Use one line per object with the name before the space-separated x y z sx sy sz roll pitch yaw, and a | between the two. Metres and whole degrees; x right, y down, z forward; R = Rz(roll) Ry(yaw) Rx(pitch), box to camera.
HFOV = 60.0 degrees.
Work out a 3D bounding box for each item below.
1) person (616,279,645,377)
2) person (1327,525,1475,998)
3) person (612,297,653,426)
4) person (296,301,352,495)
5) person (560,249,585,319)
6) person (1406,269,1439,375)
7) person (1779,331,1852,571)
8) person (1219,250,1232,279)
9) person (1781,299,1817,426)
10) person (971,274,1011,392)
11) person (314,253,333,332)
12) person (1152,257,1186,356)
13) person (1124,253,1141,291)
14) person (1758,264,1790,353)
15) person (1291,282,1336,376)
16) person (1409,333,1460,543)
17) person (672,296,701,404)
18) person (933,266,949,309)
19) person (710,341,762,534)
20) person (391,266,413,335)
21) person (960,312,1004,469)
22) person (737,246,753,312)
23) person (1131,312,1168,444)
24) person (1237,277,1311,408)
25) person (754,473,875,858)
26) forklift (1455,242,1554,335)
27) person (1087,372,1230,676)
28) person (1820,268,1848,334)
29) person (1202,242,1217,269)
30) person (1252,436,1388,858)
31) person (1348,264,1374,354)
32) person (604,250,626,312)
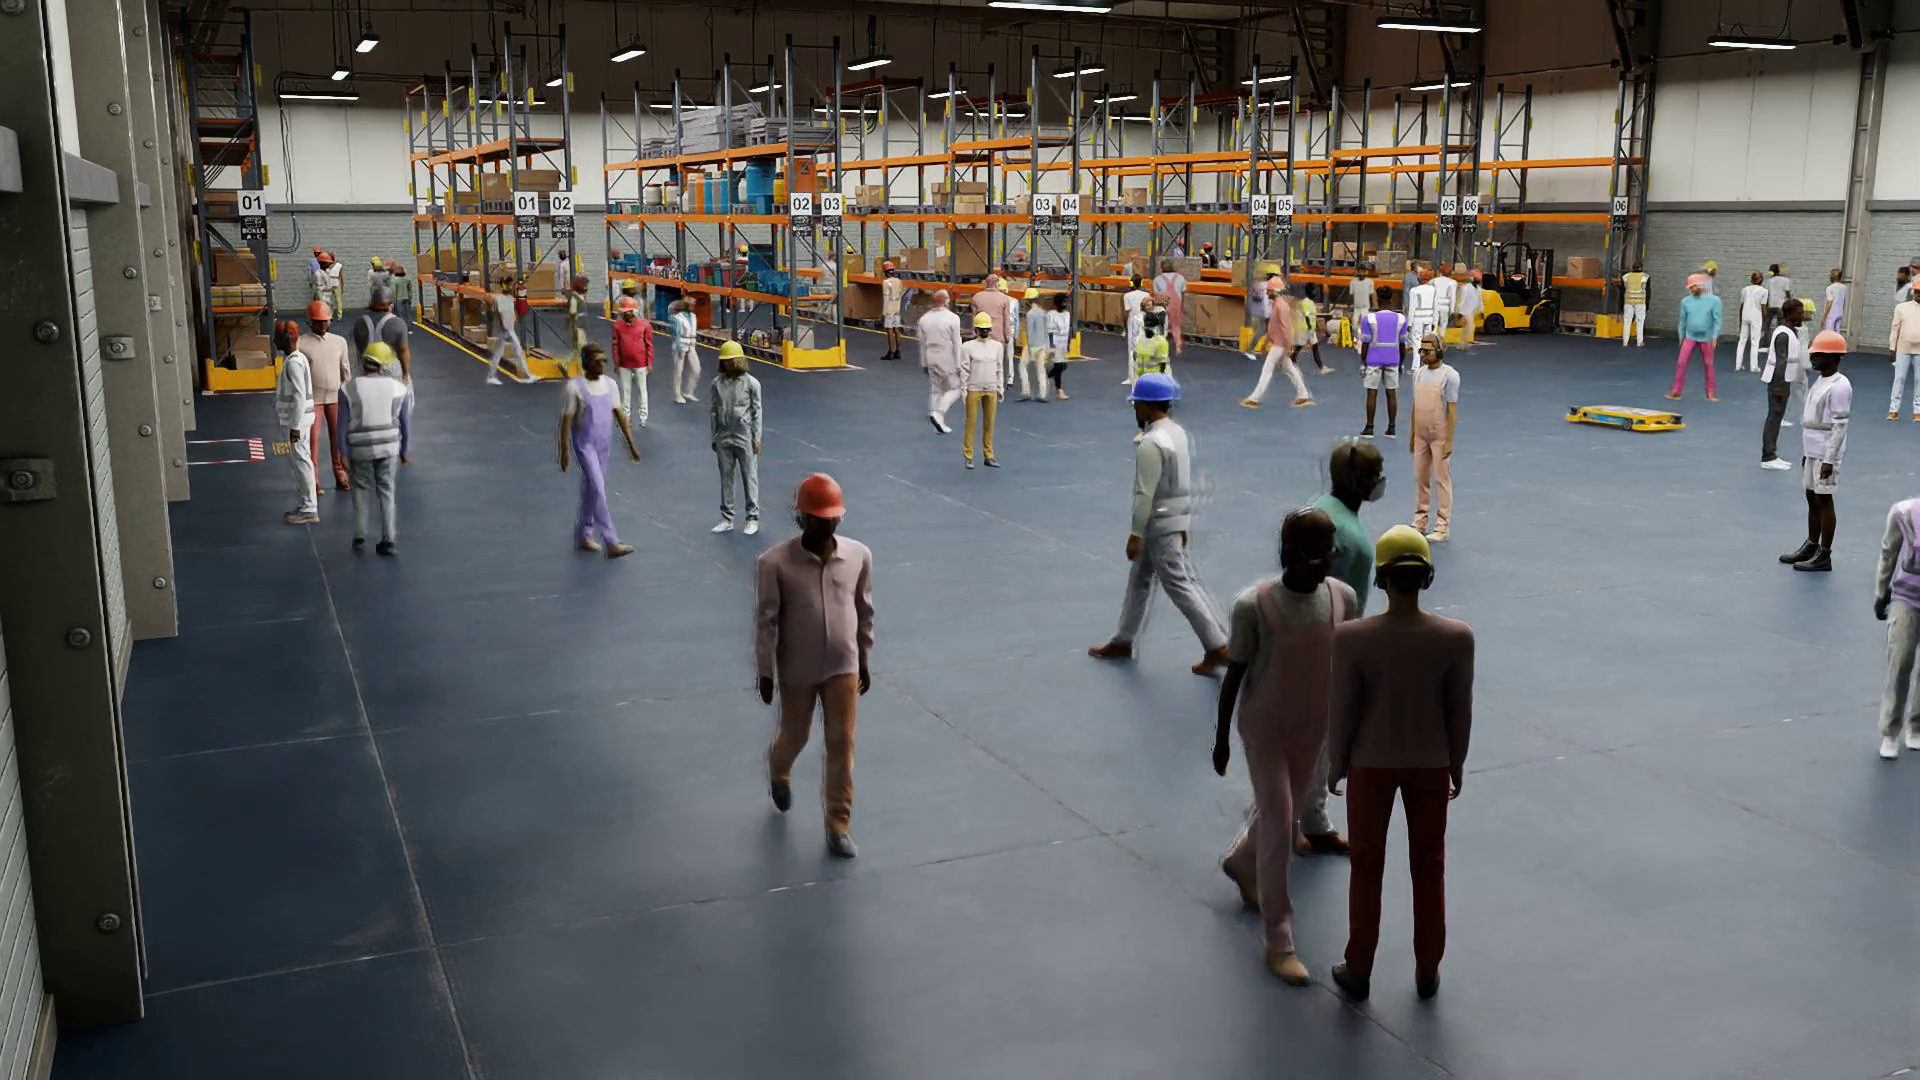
person | -5.844 -3.715 29.269 0.498 1.710 0.822 6 12 27
person | 1.598 0.817 6.093 0.522 1.763 0.319 0 11 1
person | -4.433 -2.408 22.509 0.565 1.748 0.339 1 11 7
person | -6.542 -1.461 17.103 0.618 1.986 0.408 -10 15 -43
person | -9.886 -6.458 42.473 0.619 1.990 0.395 -3 12 -17
person | 8.226 -3.875 29.628 0.574 1.882 0.356 -4 12 -19
person | 6.927 -0.712 13.409 0.360 1.939 0.543 2 11 8
person | 8.030 -7.837 50.085 0.524 1.760 0.327 -5 12 -22
person | 11.396 -2.372 22.407 0.794 1.709 0.515 3 12 17
person | 0.507 -3.324 26.816 0.640 1.899 0.397 2 11 8
person | -13.527 -5.099 35.473 0.414 2.034 0.603 0 11 -2
person | 4.176 -4.671 33.269 0.690 2.000 0.767 -1 11 -7
person | 5.020 -7.422 48.060 0.560 1.714 0.515 4 12 20
person | 16.843 -4.750 34.229 0.336 1.833 0.656 -10 15 -43
person | 6.176 -3.692 29.249 0.856 1.649 0.545 6 13 28
person | 4.147 -0.900 14.631 0.345 1.840 0.503 -7 13 -32
person | -4.151 -2.875 25.181 0.459 1.617 0.549 7 13 32
person | -0.413 -6.588 43.420 0.659 1.888 0.797 -4 12 -21
person | -2.020 -0.916 14.945 0.492 1.742 0.320 4 12 18
person | -13.195 -5.662 39.345 0.285 1.633 0.498 11 16 44
person | 0.256 -1.686 18.801 0.533 1.767 0.322 -5 12 -23
person | -6.230 -7.573 48.298 0.587 1.930 0.360 -4 12 -21
person | 2.379 -1.996 20.599 0.549 1.659 0.564 10 15 43
person | 4.710 -2.906 24.576 1.096 1.933 0.639 1 11 7
person | -0.678 0.530 7.627 0.575 1.733 0.723 -4 12 -22
forklift | 13.047 -6.049 39.881 2.313 2.155 1.214 -5 12 -23
person | 1.309 -0.103 10.437 1.002 1.905 0.620 4 12 21
person | 16.367 -4.167 31.205 0.514 1.844 0.333 -6 12 -27
person | 7.174 -7.611 48.212 0.393 2.040 0.611 10 15 41
person | 1.640 0.495 7.341 0.456 1.924 0.628 2 11 8
person | 8.267 -4.763 34.260 0.529 1.847 0.585 4 12 21
person | -9.893 -7.403 47.714 0.971 1.840 0.579 4 12 21
